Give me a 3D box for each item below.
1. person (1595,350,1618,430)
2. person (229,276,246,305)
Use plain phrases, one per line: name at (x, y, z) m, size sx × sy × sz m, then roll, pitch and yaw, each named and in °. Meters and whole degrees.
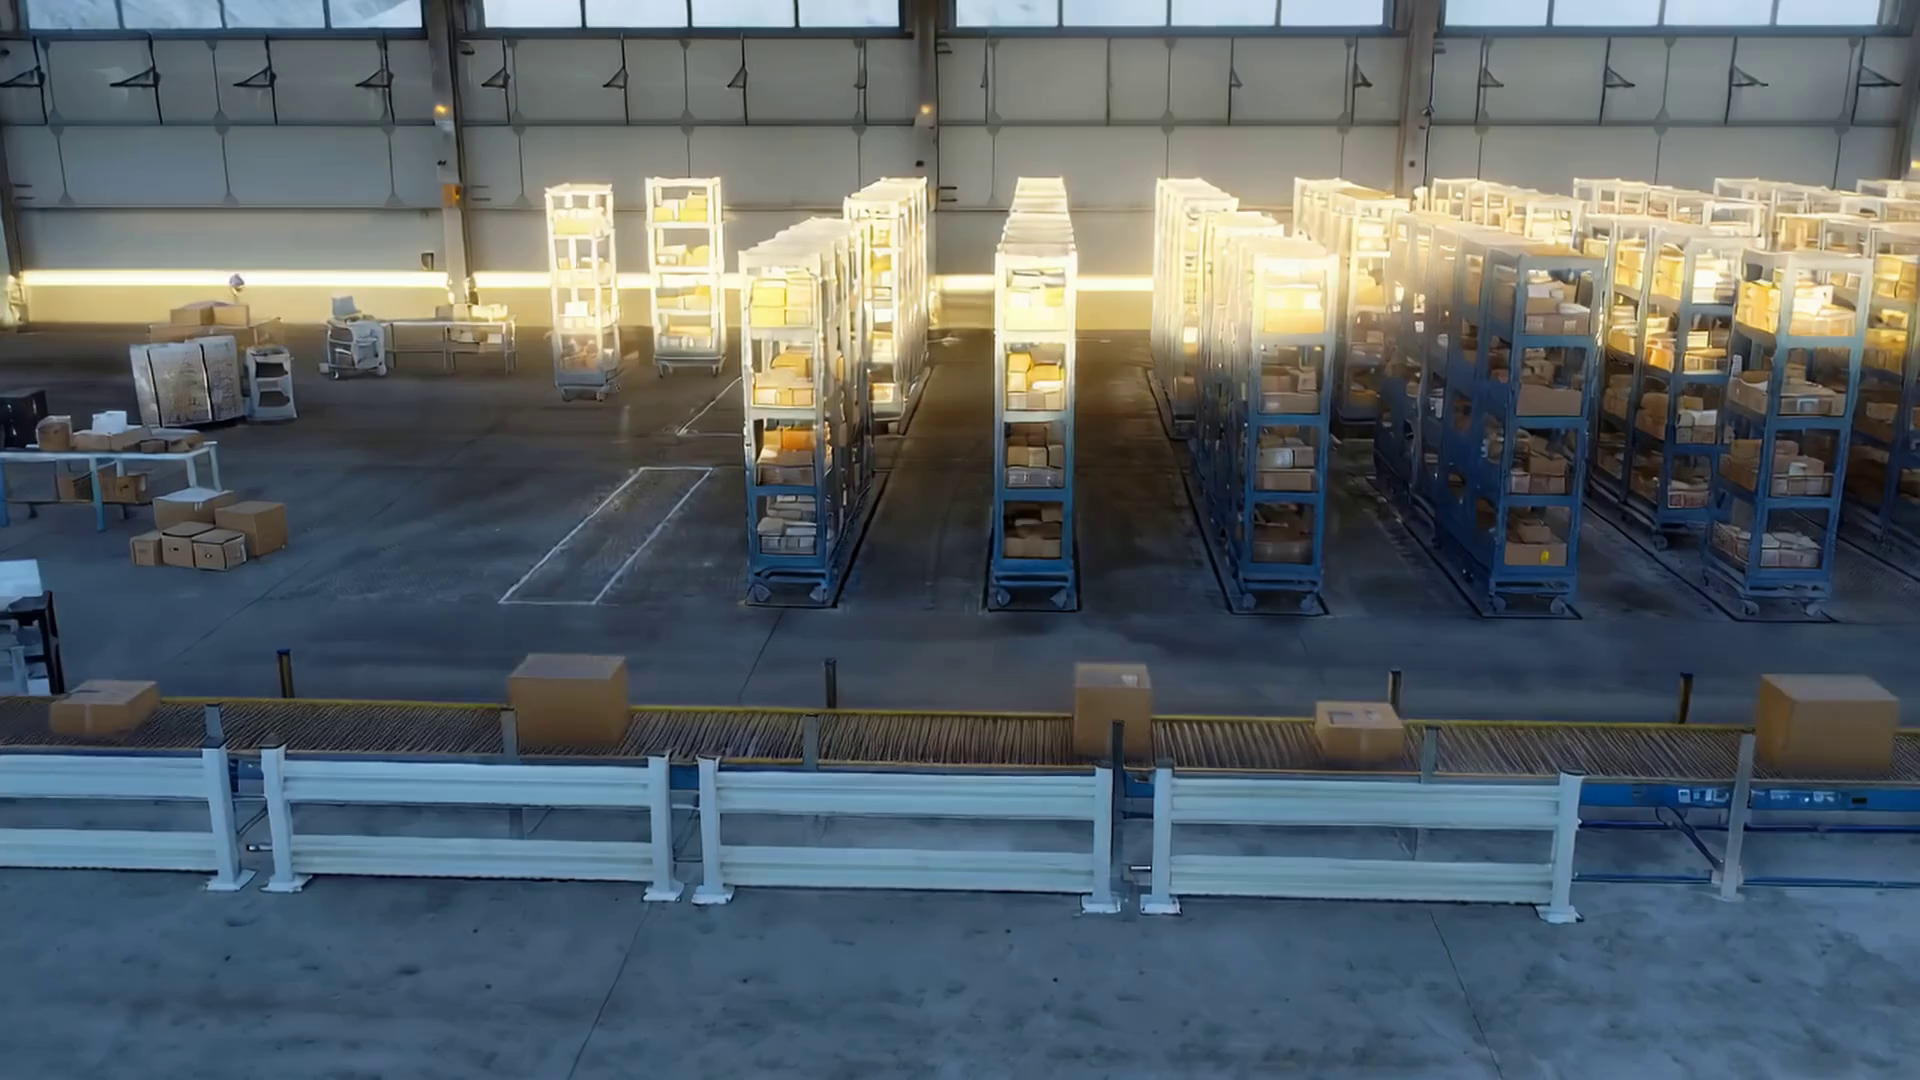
person at (9.515, -2.297, 24.566) m, size 0.389 × 1.846 × 0.567 m, roll 3°, pitch 15°, yaw 12°
person at (-13.809, -4.197, 31.886) m, size 0.921 × 1.708 × 0.580 m, roll -8°, pitch 17°, yaw -26°
